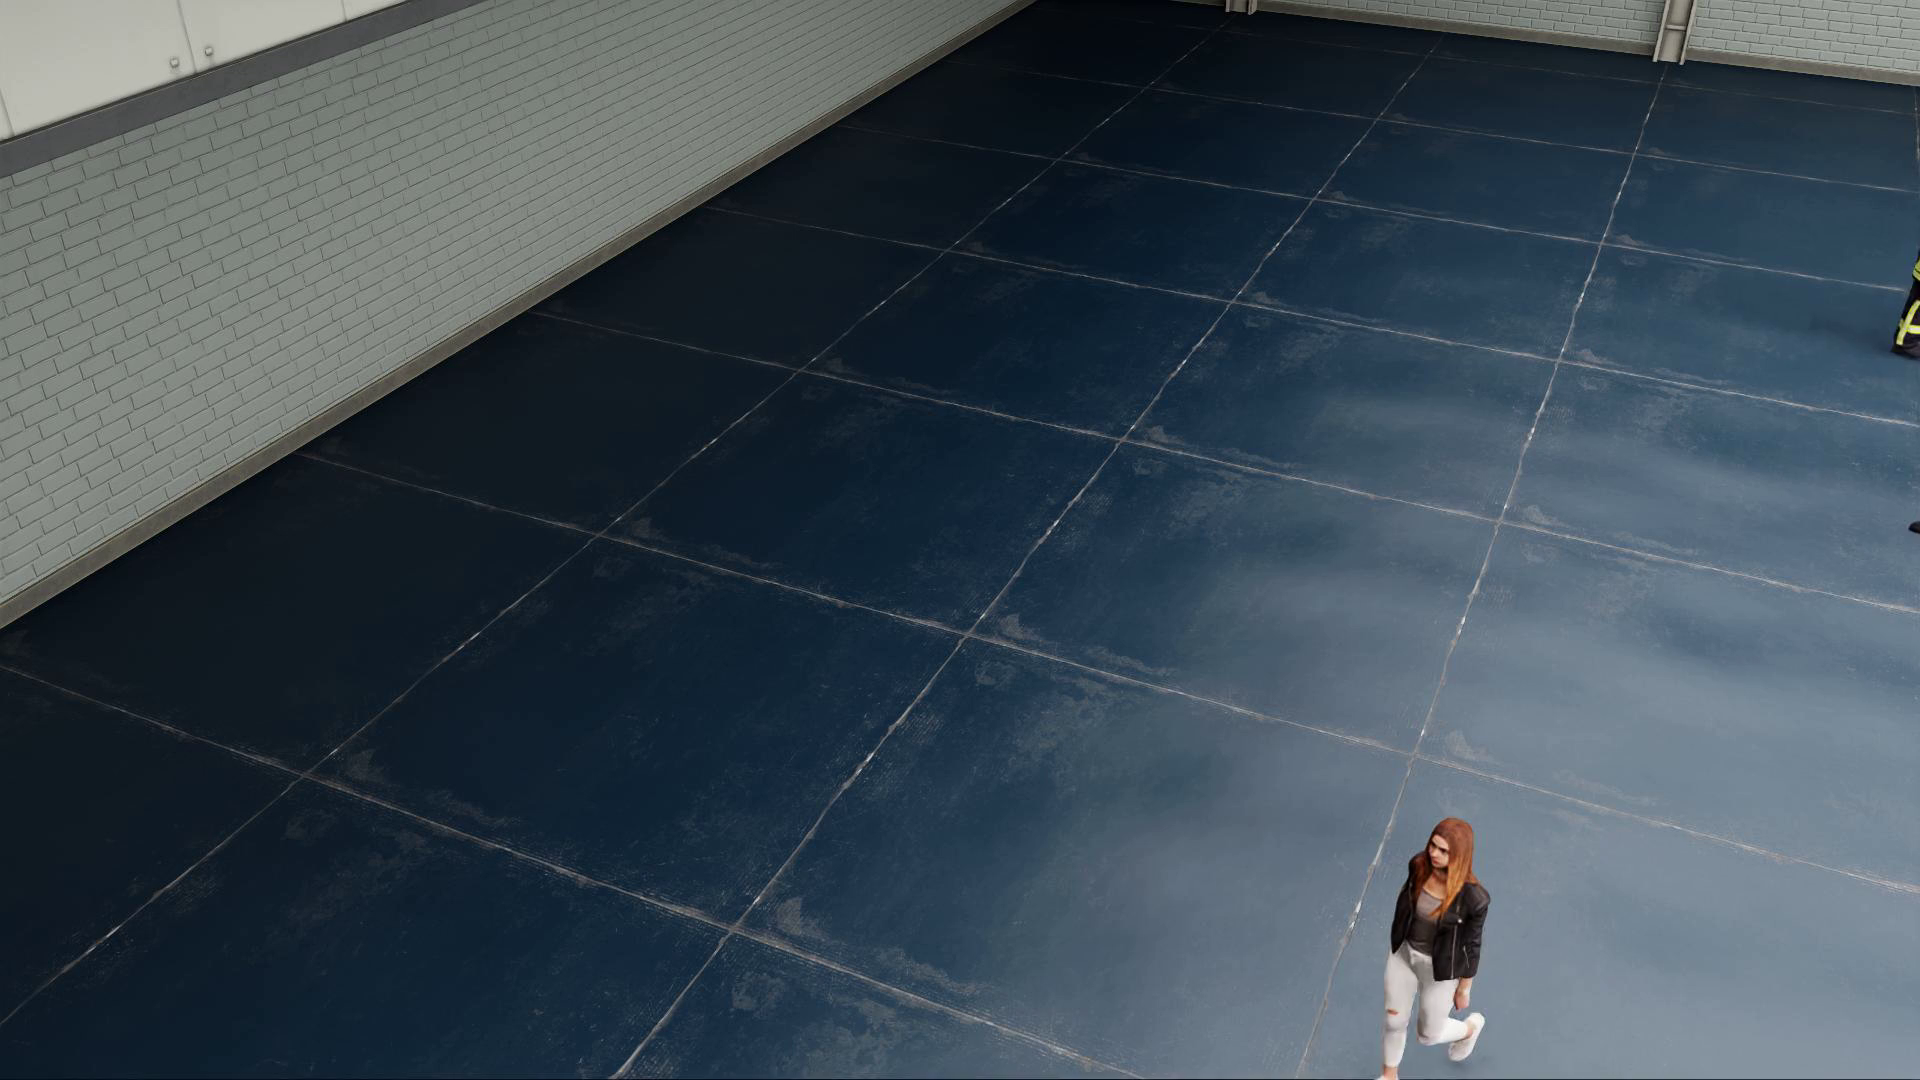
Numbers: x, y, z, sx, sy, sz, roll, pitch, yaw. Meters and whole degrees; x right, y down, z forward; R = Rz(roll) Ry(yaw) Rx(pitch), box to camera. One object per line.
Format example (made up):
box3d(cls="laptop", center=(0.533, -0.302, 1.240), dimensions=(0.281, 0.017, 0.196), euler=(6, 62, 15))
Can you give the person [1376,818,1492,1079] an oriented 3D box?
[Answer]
box3d(cls="person", center=(2.182, 1.917, 7.597), dimensions=(0.936, 1.685, 0.981), euler=(-20, 38, -29))
